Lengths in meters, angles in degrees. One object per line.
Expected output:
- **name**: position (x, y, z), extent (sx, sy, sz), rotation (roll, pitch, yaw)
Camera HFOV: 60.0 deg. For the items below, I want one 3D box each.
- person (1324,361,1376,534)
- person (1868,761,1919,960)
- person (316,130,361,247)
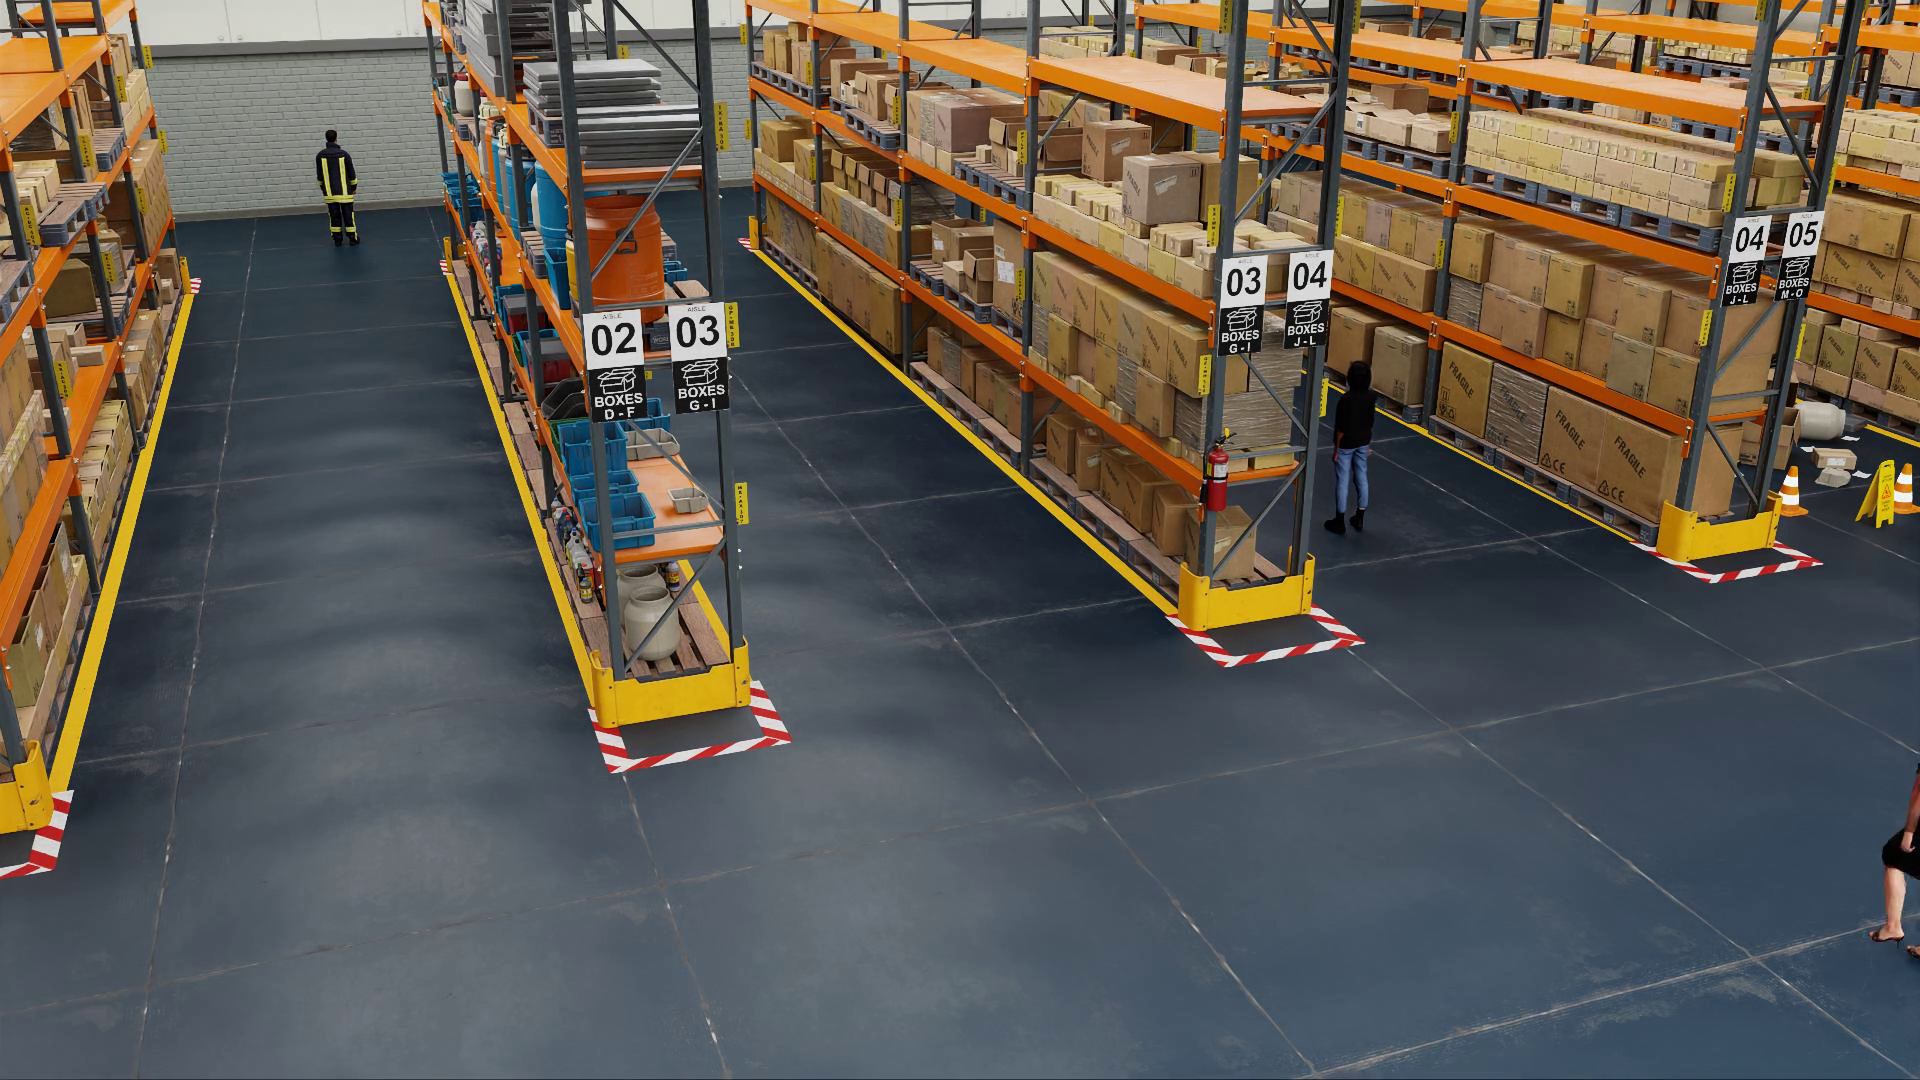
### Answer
- **person**: position (3.774, -0.900, 16.002), extent (0.565, 1.701, 0.523), rotation (-8, 24, -19)
- **person**: position (5.695, 1.715, 9.576), extent (0.656, 1.724, 0.713), rotation (-3, 23, -8)
- **person**: position (-10.493, -5.942, 28.032), extent (0.825, 1.926, 0.712), rotation (-4, 23, -11)
